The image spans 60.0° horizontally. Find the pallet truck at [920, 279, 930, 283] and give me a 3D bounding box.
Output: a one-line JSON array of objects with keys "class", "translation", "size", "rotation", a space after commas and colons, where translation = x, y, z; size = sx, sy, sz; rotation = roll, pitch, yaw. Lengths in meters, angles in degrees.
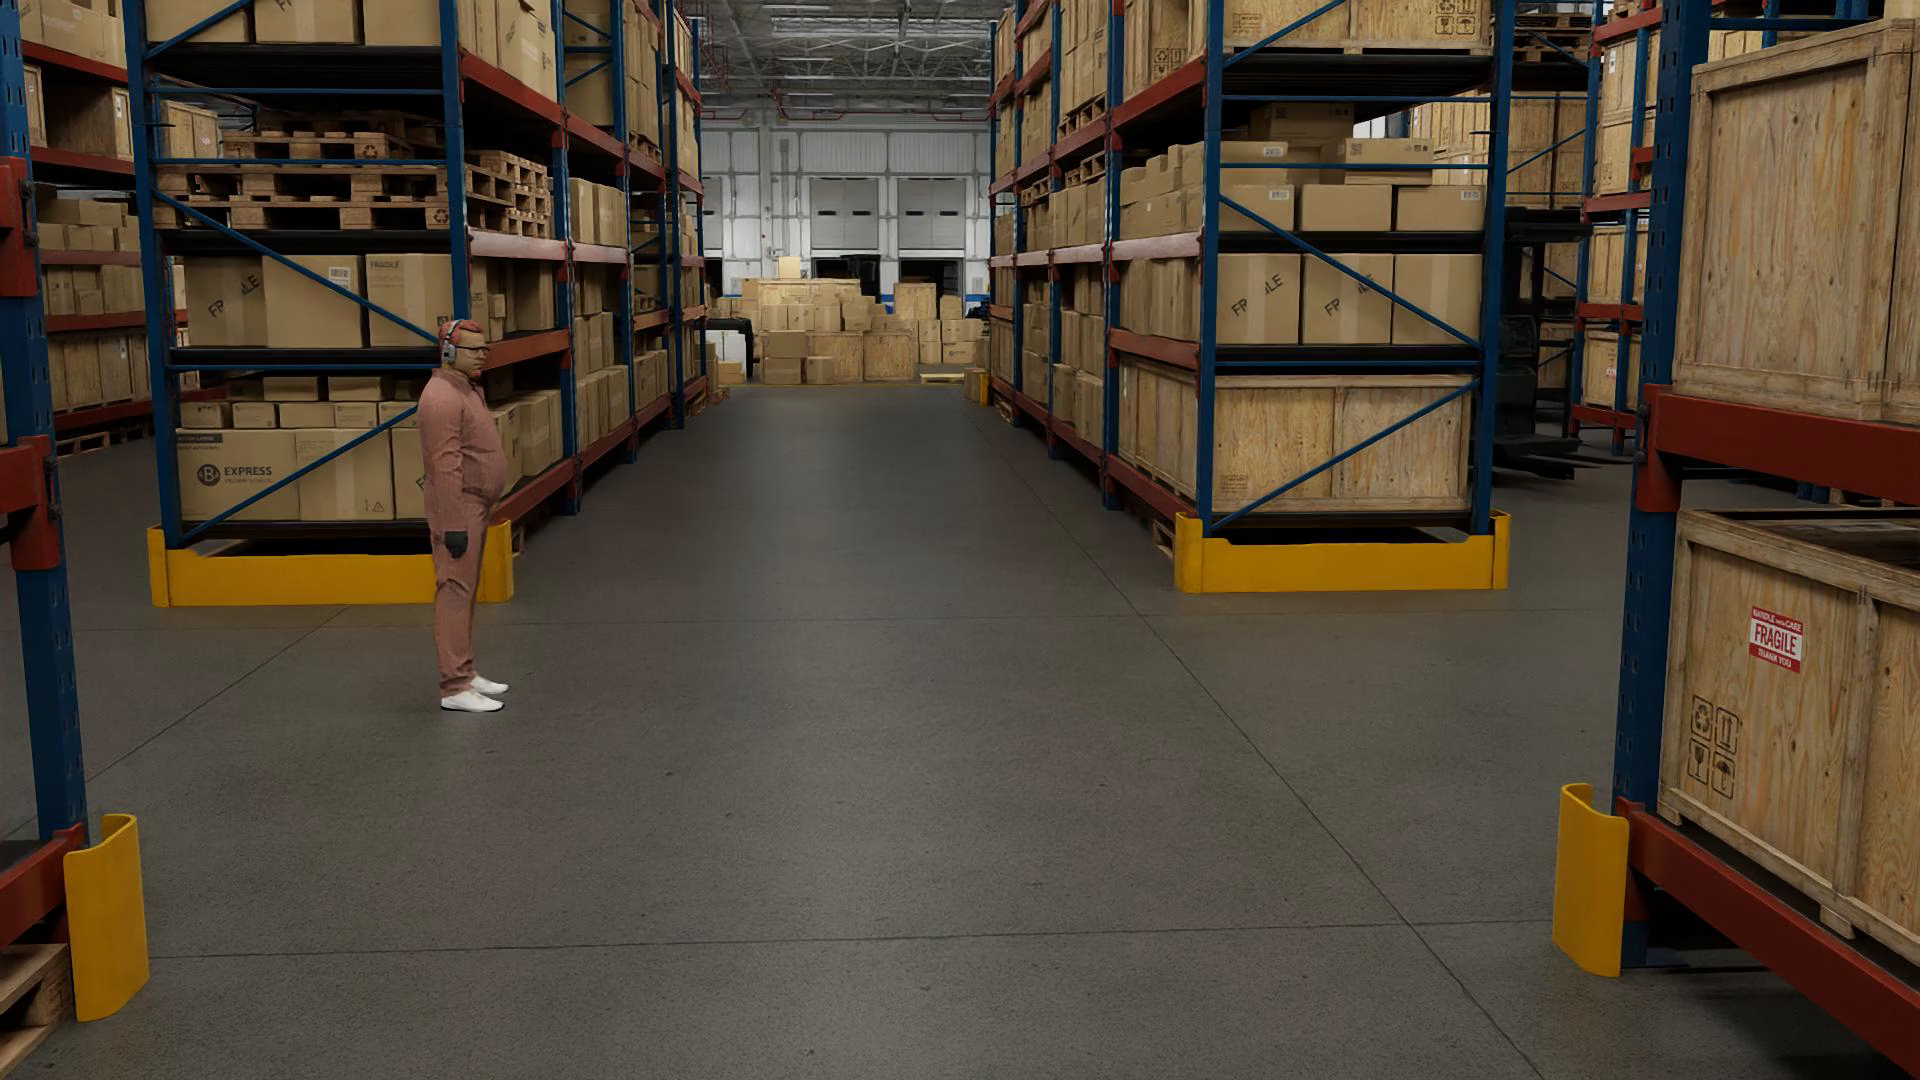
[{"class": "pallet truck", "translation": [-0.932, -8.922, 63.114], "size": [1.885, 1.965, 0.823], "rotation": [2, 9, 13]}]

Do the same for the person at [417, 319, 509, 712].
[{"class": "person", "translation": [-2.419, -0.123, 8.164], "size": [0.399, 1.905, 0.642], "rotation": [-1, 9, -9]}]

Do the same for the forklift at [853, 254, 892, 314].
[{"class": "forklift", "translation": [-3.158, -8.349, 56.753], "size": [1.129, 2.768, 1.873], "rotation": [-5, 10, -30]}]

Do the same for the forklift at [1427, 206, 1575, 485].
[{"class": "forklift", "translation": [5.353, -2.068, 17.313], "size": [1.129, 2.768, 1.873], "rotation": [-4, 10, -24]}]
